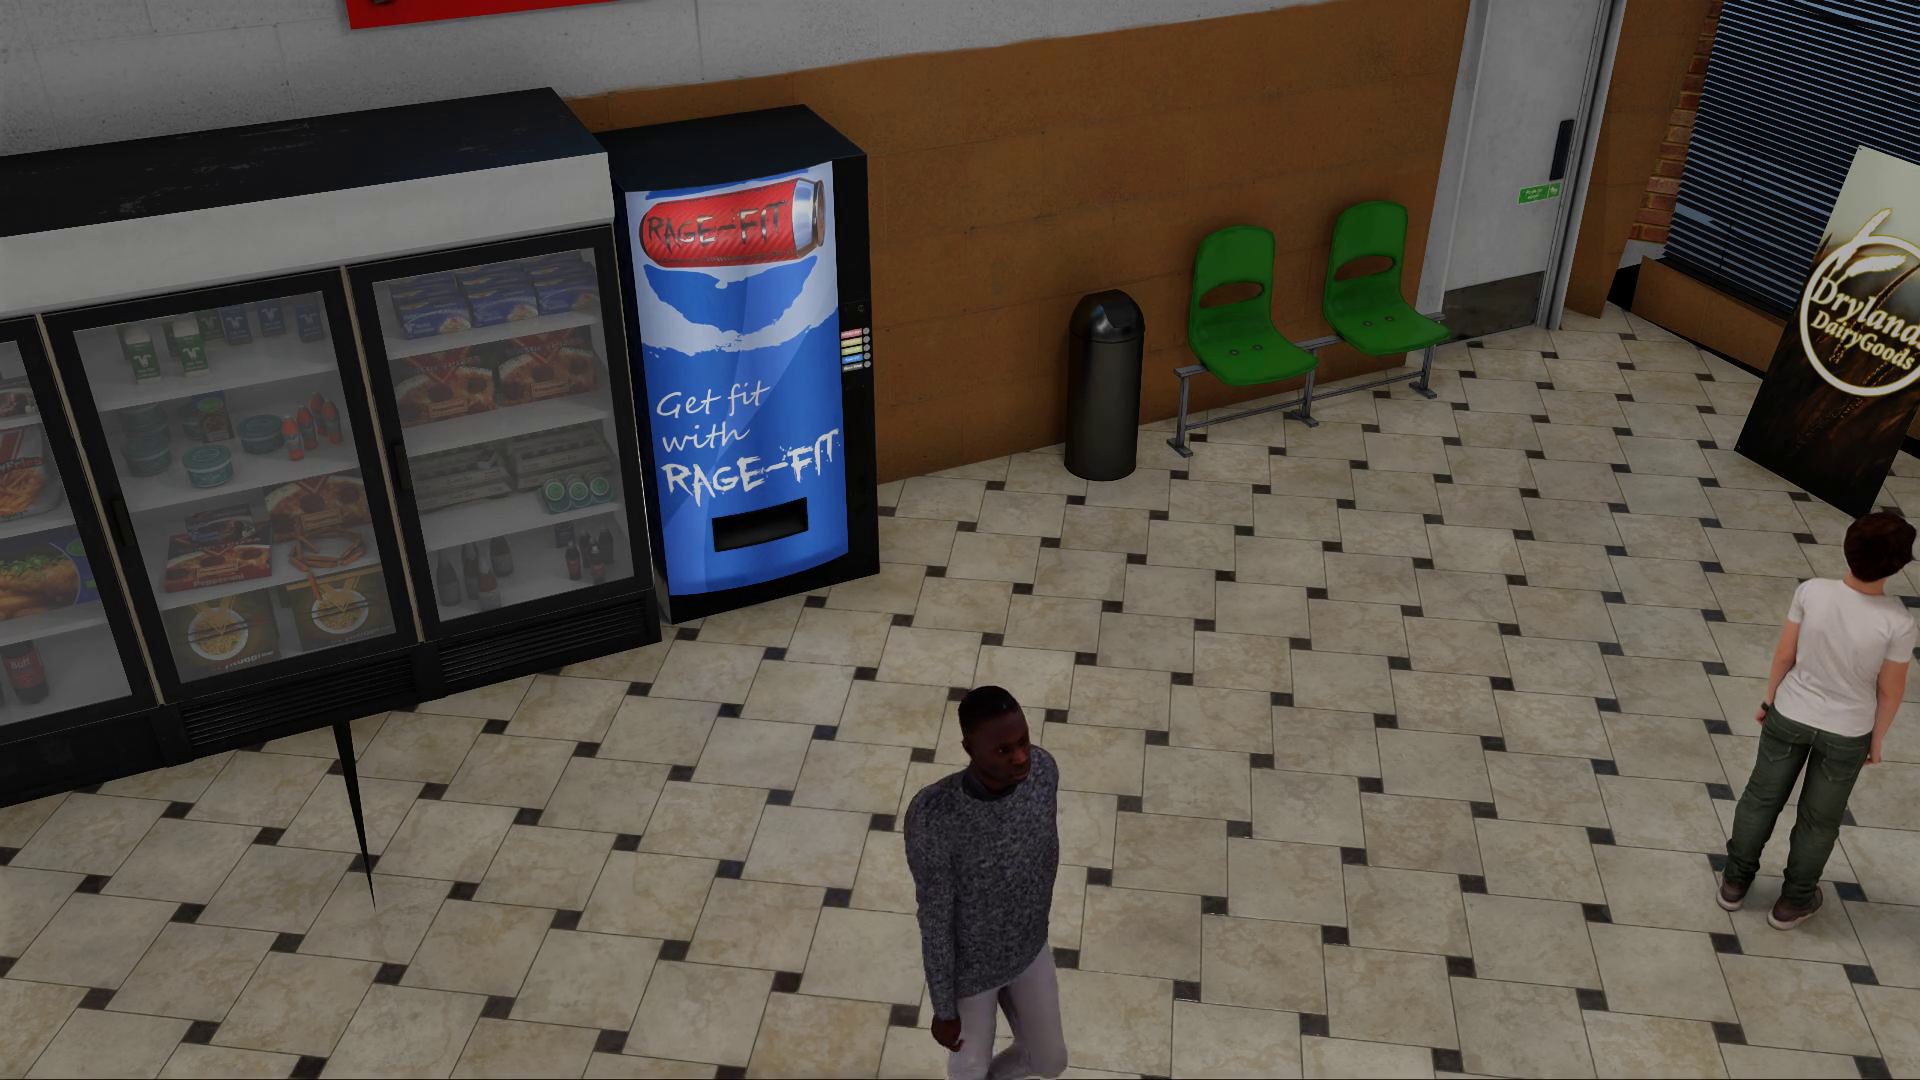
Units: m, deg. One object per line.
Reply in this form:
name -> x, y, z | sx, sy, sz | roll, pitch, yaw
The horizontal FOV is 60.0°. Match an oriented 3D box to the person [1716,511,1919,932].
person -> 2.955, 0.634, 5.722 | 0.594, 1.654, 0.703 | 24, 39, 33

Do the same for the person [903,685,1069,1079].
person -> 0.035, 1.134, 4.757 | 0.741, 1.826, 0.709 | -21, 38, -30
